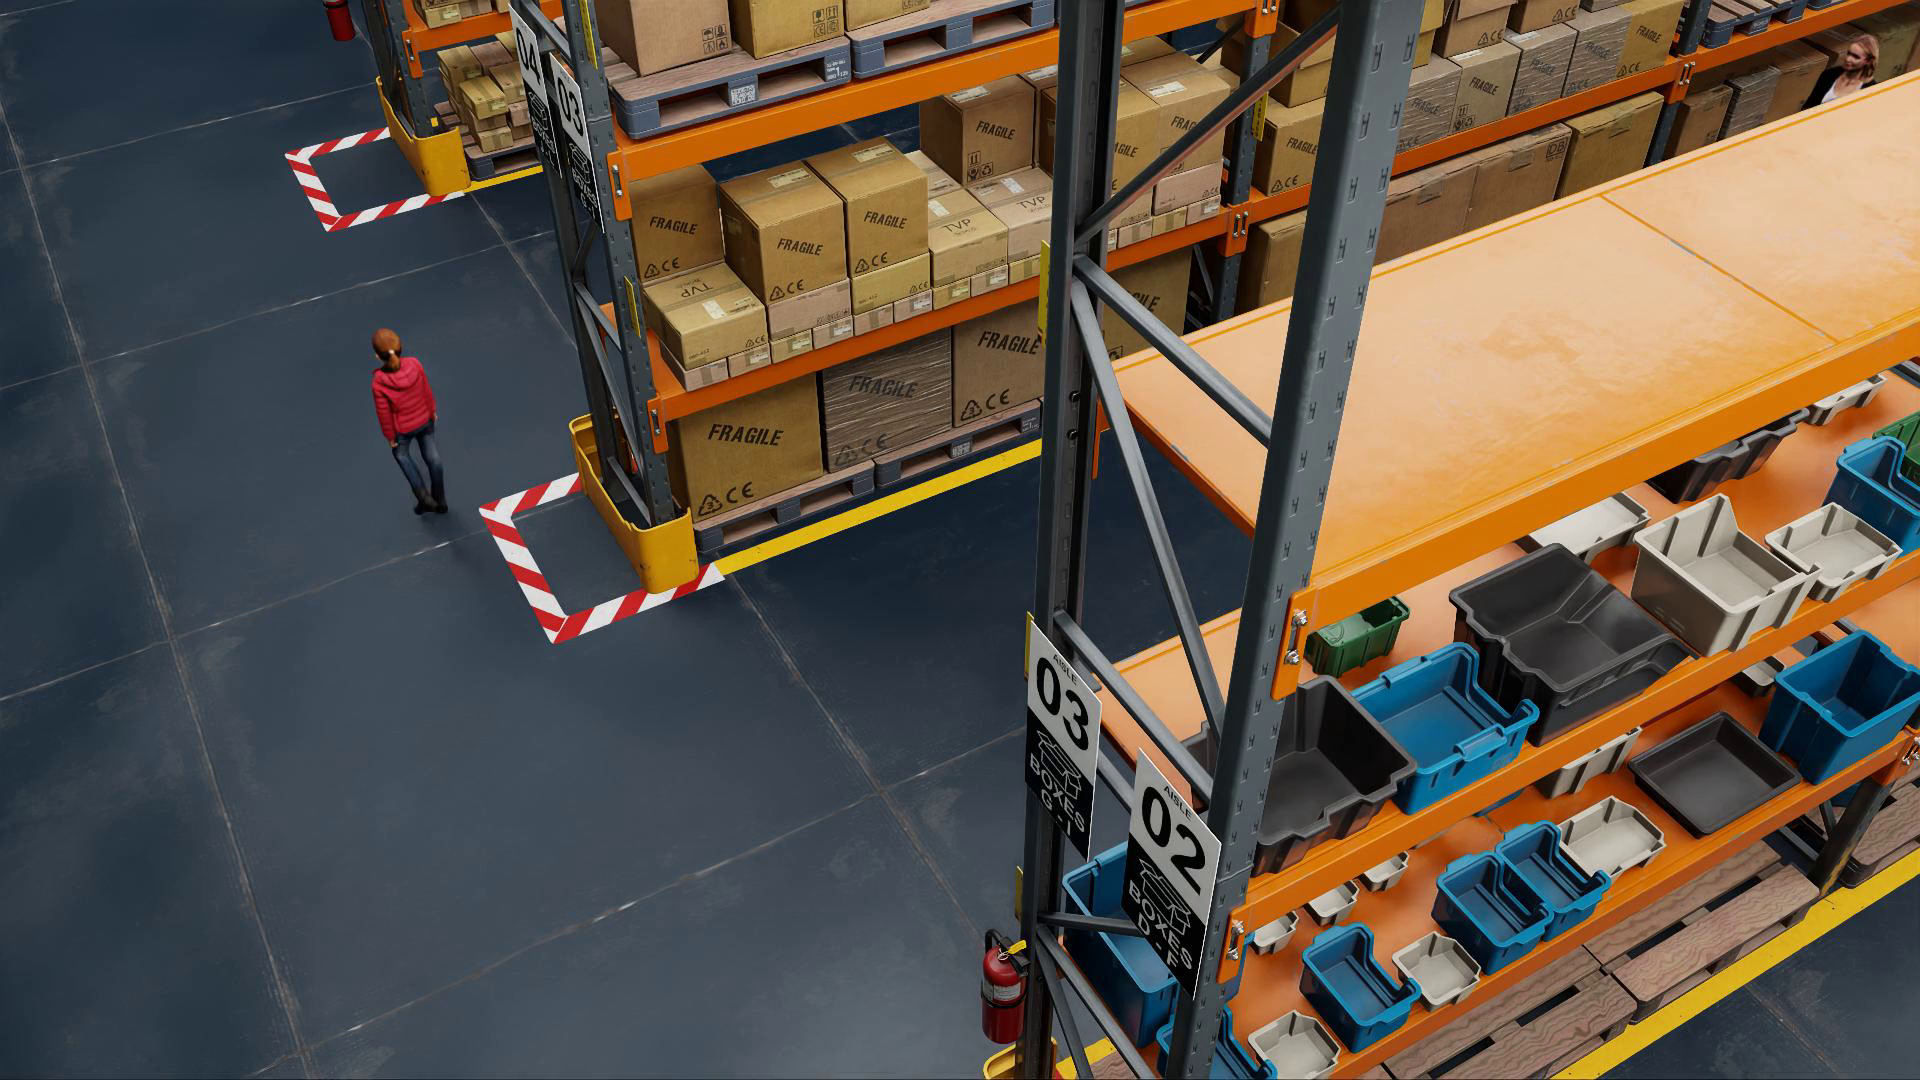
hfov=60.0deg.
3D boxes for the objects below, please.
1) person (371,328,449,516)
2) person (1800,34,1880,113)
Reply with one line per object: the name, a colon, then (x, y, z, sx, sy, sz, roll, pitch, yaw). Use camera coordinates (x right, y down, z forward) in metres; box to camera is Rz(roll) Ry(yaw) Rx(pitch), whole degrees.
person: (-3.216, -0.659, 9.857, 0.507, 1.309, 0.611, -29, 50, -27)
person: (6.153, -2.731, 11.755, 1.154, 1.748, 0.629, -23, 48, -22)
